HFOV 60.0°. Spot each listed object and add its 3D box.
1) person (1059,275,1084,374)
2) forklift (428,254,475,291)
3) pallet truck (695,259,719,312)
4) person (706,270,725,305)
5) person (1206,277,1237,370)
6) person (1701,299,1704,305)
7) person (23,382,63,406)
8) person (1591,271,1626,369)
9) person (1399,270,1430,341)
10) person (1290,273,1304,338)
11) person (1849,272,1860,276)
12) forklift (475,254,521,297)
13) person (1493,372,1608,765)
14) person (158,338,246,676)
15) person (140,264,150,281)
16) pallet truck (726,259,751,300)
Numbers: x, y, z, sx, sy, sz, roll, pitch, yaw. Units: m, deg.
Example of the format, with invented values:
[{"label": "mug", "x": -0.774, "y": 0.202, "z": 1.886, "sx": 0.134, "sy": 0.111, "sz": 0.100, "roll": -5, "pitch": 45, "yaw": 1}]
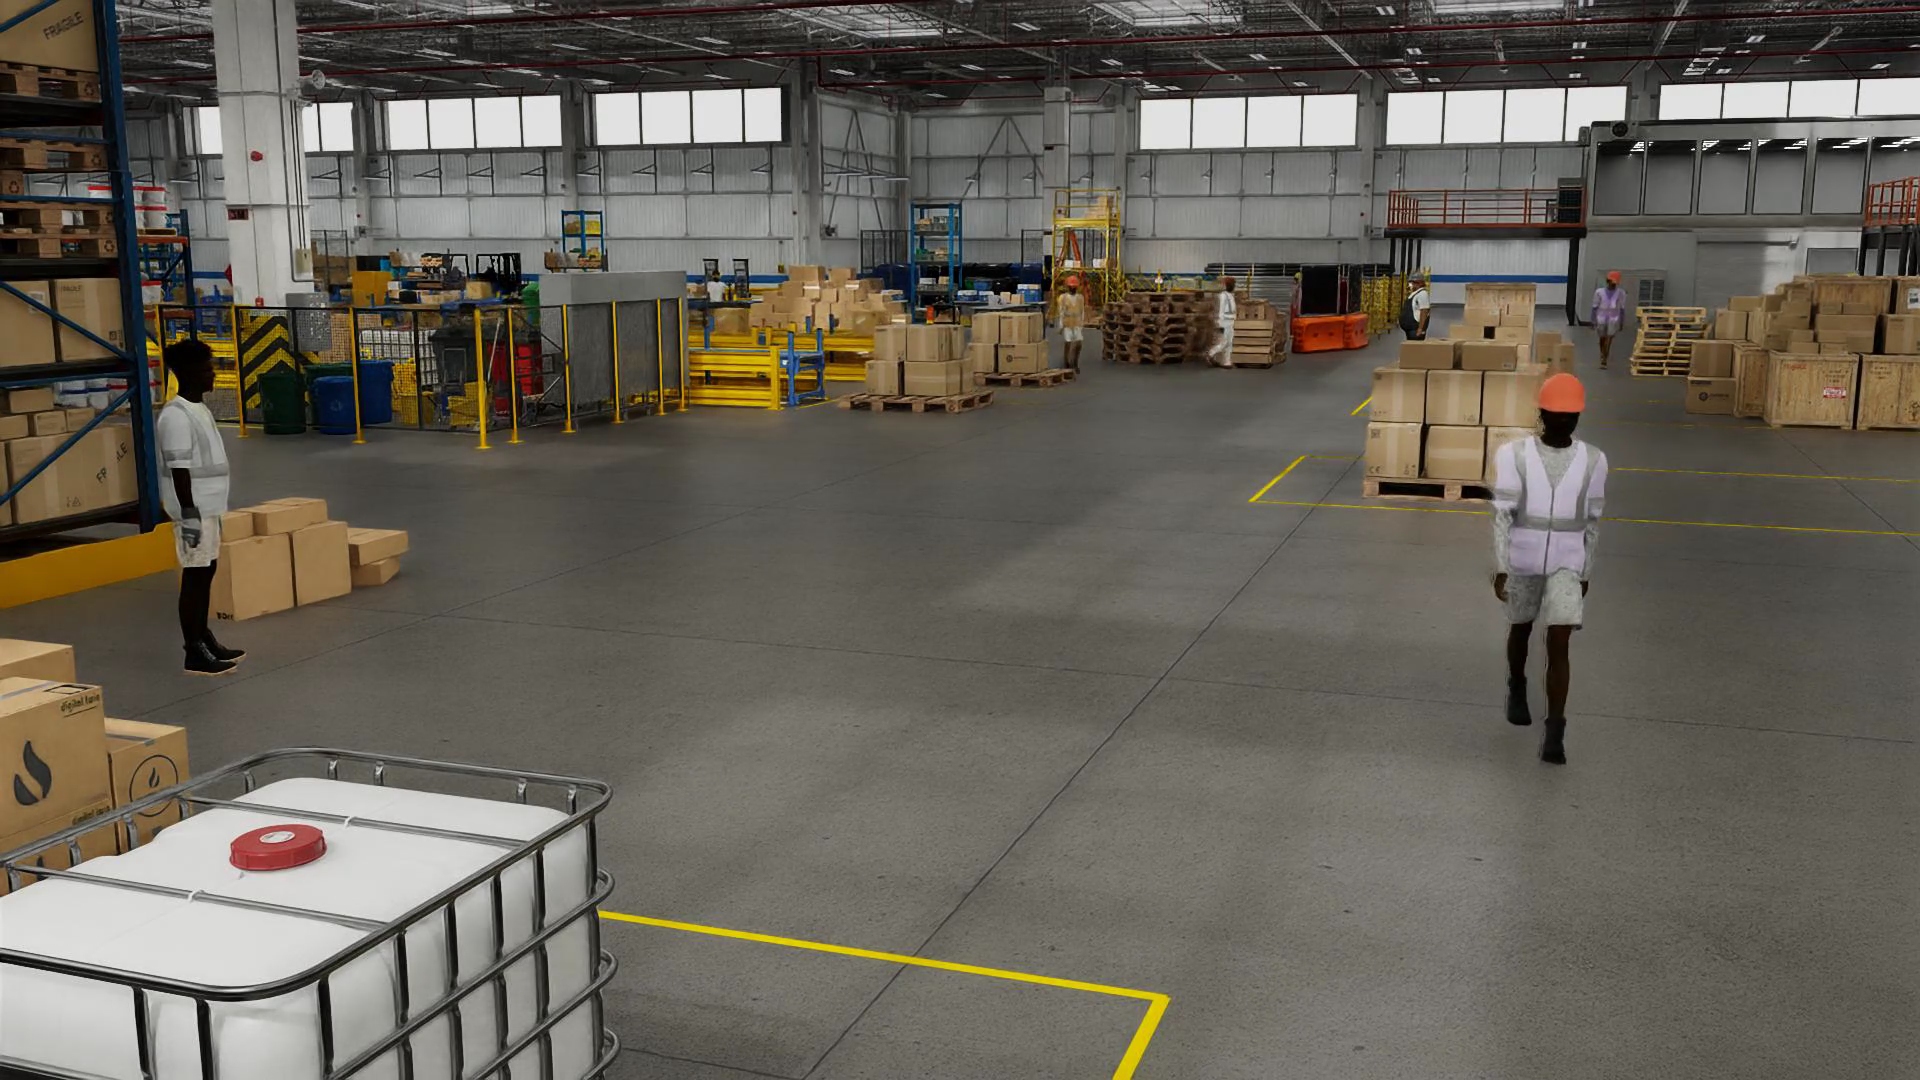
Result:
[{"label": "person", "x": 2.159, "y": -4.138, "z": 32.108, "sx": 0.558, "sy": 1.916, "sz": 0.530, "roll": -3, "pitch": 11, "yaw": -16}, {"label": "forklift", "x": -20.133, "y": -10.254, "z": 65.465, "sx": 1.157, "sy": 1.987, "sz": 2.680, "roll": 3, "pitch": 11, "yaw": 19}, {"label": "pallet truck", "x": -9.165, "y": -9.627, "z": 62.776, "sx": 0.823, "sy": 1.965, "sz": 1.885, "roll": 4, "pitch": 11, "yaw": 23}, {"label": "person", "x": -6.519, "y": -6.297, "z": 44.438, "sx": 0.535, "sy": 1.852, "sz": 0.610, "roll": 0, "pitch": 10, "yaw": 2}, {"label": "person", "x": 5.298, "y": -4.337, "z": 33.331, "sx": 0.525, "sy": 1.868, "sz": 0.584, "roll": 5, "pitch": 11, "yaw": 27}, {"label": "person", "x": 26.762, "y": -9.123, "z": 60.309, "sx": 0.726, "sy": 1.864, "sz": 0.405, "roll": 8, "pitch": 13, "yaw": 37}, {"label": "person", "x": -11.419, "y": -1.981, "z": 20.706, "sx": 0.537, "sy": 1.660, "sz": 0.864, "roll": 2, "pitch": 10, "yaw": 11}, {"label": "person", "x": 13.192, "y": -4.481, "z": 33.841, "sx": 0.616, "sy": 1.993, "sz": 1.011, "roll": 5, "pitch": 11, "yaw": 26}, {"label": "person", "x": 8.344, "y": -3.932, "z": 30.578, "sx": 0.535, "sy": 2.000, "sz": 0.684, "roll": 0, "pitch": 10, "yaw": 2}, {"label": "person", "x": 9.049, "y": -6.297, "z": 44.690, "sx": 0.319, "sy": 1.763, "sz": 0.522, "roll": 5, "pitch": 11, "yaw": 26}, {"label": "person", "x": 19.409, "y": -4.871, "z": 36.245, "sx": 0.585, "sy": 1.912, "sz": 0.409, "roll": -4, "pitch": 11, "yaw": -22}, {"label": "forklift", "x": -17.990, "y": -10.121, "z": 64.684, "sx": 1.157, "sy": 1.987, "sz": 2.680, "roll": 3, "pitch": 11, "yaw": 17}, {"label": "person", "x": 2.935, "y": 0.098, "z": 8.348, "sx": 0.542, "sy": 1.893, "sz": 1.015, "roll": 2, "pitch": 10, "yaw": 13}, {"label": "person", "x": -4.450, "y": -0.192, "z": 9.725, "sx": 0.361, "sy": 1.964, "sz": 0.614, "roll": -2, "pitch": 10, "yaw": -13}, {"label": "person", "x": -28.995, "y": -8.876, "z": 59.032, "sx": 0.611, "sy": 1.821, "sz": 0.490, "roll": 3, "pitch": 11, "yaw": 17}, {"label": "pallet truck", "x": -7.986, "y": -9.493, "z": 62.019, "sx": 0.823, "sy": 1.965, "sz": 1.885, "roll": 3, "pitch": 11, "yaw": 17}]
